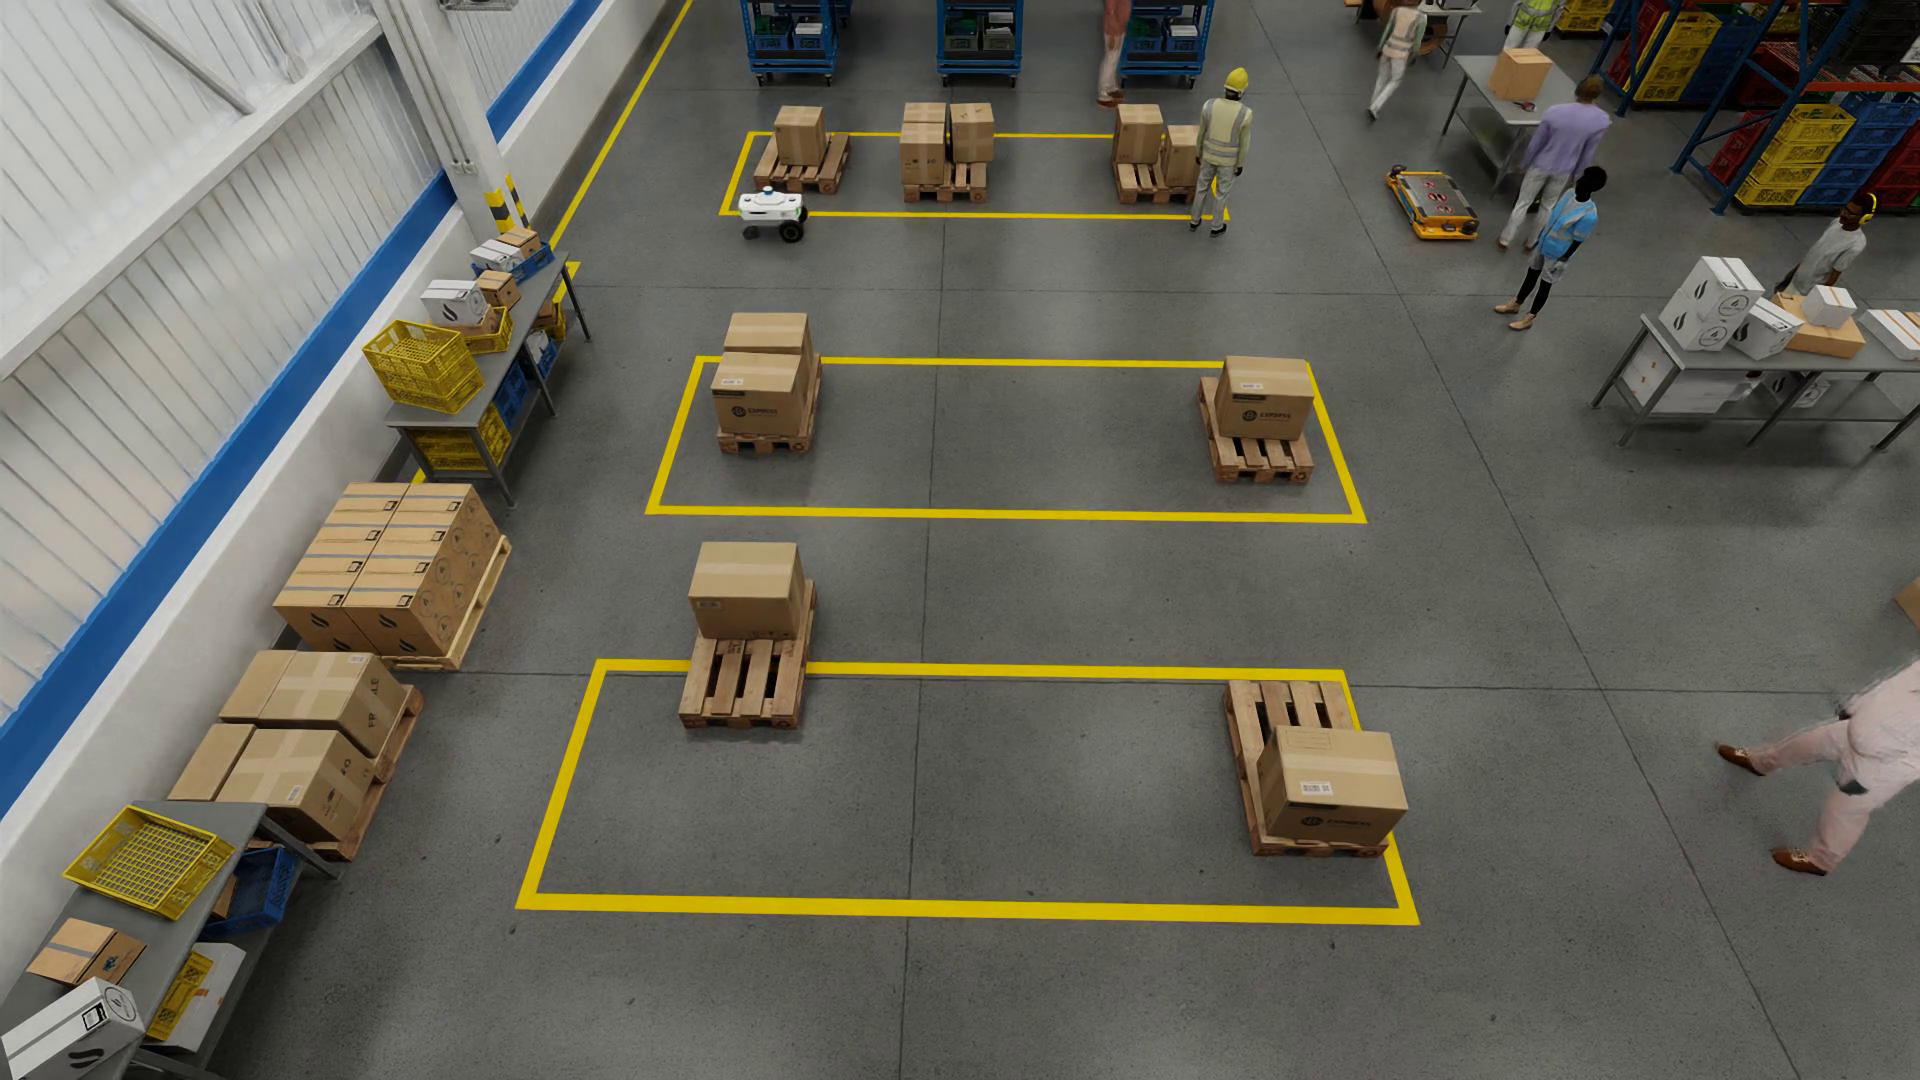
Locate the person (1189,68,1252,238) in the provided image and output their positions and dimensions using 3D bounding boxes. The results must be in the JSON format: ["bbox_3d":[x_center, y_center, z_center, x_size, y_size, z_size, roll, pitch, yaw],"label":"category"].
[{"bbox_3d":[2.903,-4.283,10.196,0.588,1.835,0.403,27,54,22],"label":"person"}]

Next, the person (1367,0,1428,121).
[{"bbox_3d":[5.767,-6.460,12.218,0.523,1.613,0.533,-28,55,-22],"label":"person"}]

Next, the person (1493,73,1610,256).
[{"bbox_3d":[6.387,-4.014,9.895,0.635,1.937,0.354,16,51,13],"label":"person"}]

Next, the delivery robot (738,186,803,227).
[{"bbox_3d":[-2.183,-3.839,10.592,0.707,0.478,0.477,0,49,0],"label":"delivery robot"}]

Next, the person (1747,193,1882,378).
[{"bbox_3d":[7.803,-2.335,8.496,0.318,1.862,0.519,11,50,9],"label":"person"}]

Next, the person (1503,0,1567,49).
[{"bbox_3d":[7.872,-7.106,12.644,0.629,1.837,0.430,20,52,16],"label":"person"}]

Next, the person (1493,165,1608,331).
[{"bbox_3d":[5.869,-2.877,9.066,0.318,1.699,0.533,-4,49,-4],"label":"person"}]

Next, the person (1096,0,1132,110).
[{"bbox_3d":[2.115,-6.905,12.363,0.387,1.992,0.618,22,53,18],"label":"person"}]

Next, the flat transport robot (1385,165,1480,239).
[{"bbox_3d":[5.692,-4.094,11.059,0.652,0.197,1.431,1,49,1],"label":"flat transport robot"}]

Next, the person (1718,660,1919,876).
[{"bbox_3d":[5.404,1.193,5.453,0.558,1.856,0.808,17,51,14],"label":"person"}]
